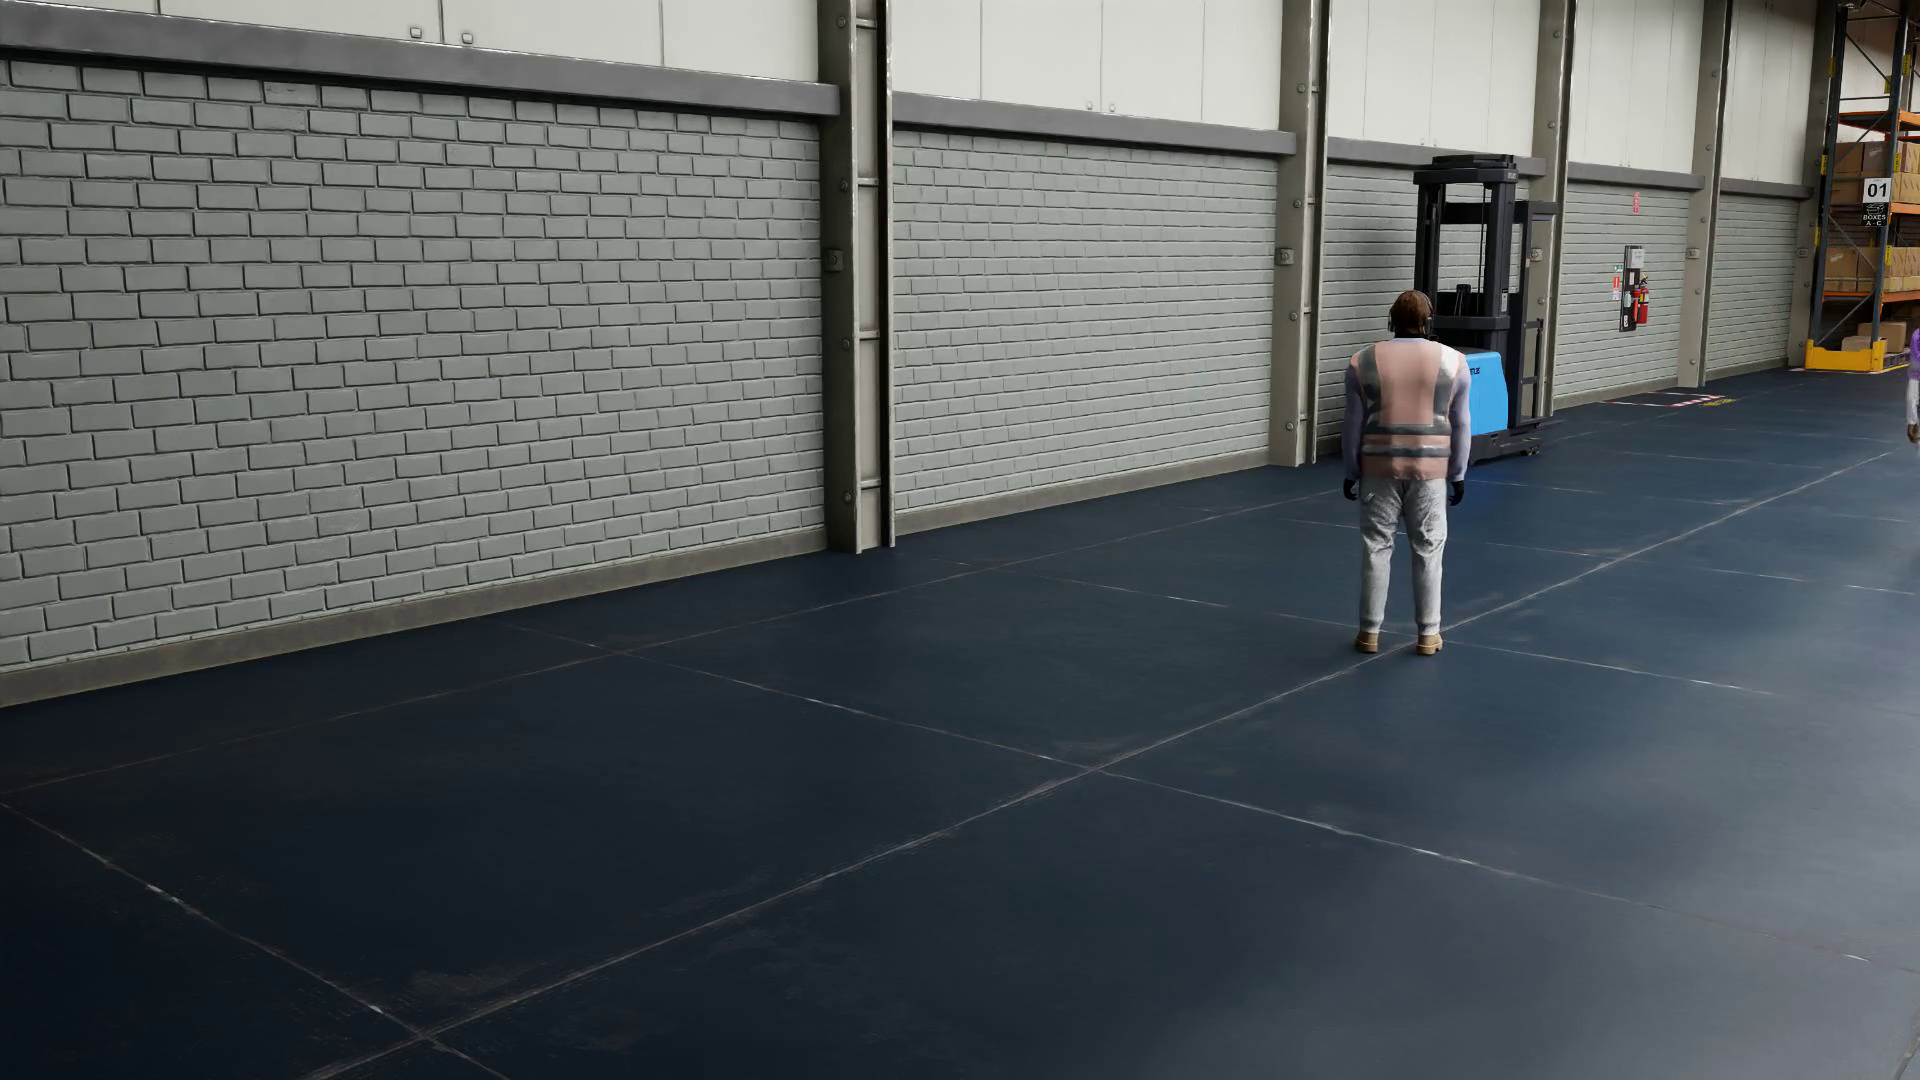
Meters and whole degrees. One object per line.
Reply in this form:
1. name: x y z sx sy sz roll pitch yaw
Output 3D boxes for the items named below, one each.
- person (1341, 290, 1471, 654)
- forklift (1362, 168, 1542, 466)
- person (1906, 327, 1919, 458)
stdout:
1. person: 2.263 -0.342 8.474 0.634 1.842 0.429 2 10 13
2. forklift: 4.875 -2.212 16.287 1.129 2.768 1.873 8 13 40
3. person: 6.670 -0.859 11.216 0.557 1.918 0.764 8 13 39
